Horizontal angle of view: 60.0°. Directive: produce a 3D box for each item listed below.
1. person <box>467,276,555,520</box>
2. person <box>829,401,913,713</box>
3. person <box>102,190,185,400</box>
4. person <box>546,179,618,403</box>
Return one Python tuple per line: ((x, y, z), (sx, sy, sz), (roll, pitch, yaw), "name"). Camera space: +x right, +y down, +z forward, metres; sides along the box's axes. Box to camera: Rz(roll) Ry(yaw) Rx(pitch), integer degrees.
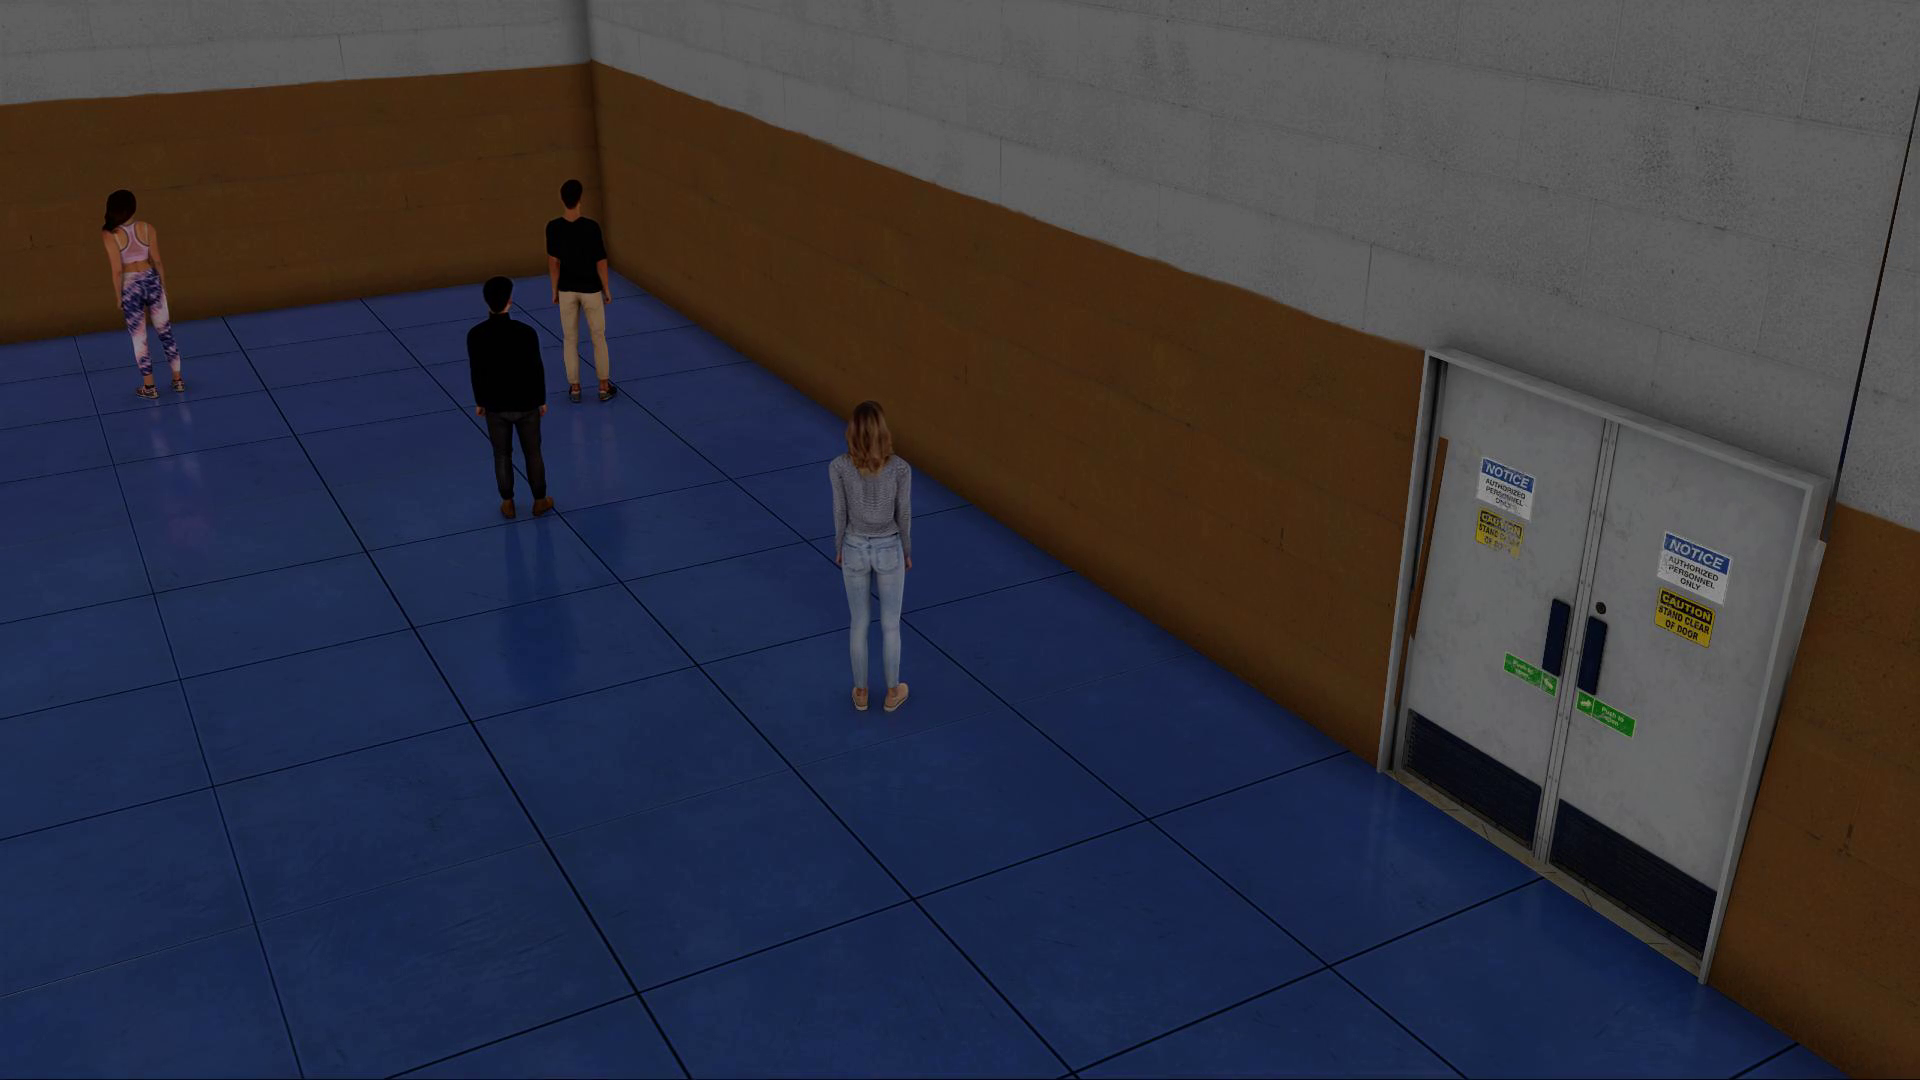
((-3.131, -0.988, 11.588), (0.628, 1.722, 0.781), (-3, 24, -6), "person")
((-0.471, 0.094, 9.023), (0.629, 1.796, 0.728), (2, 24, 4), "person")
((-6.904, -2.081, 14.034), (0.563, 1.765, 0.713), (-21, 31, -40), "person")
((-3.166, -2.074, 13.868), (0.625, 1.859, 0.774), (-1, 24, -3), "person")
